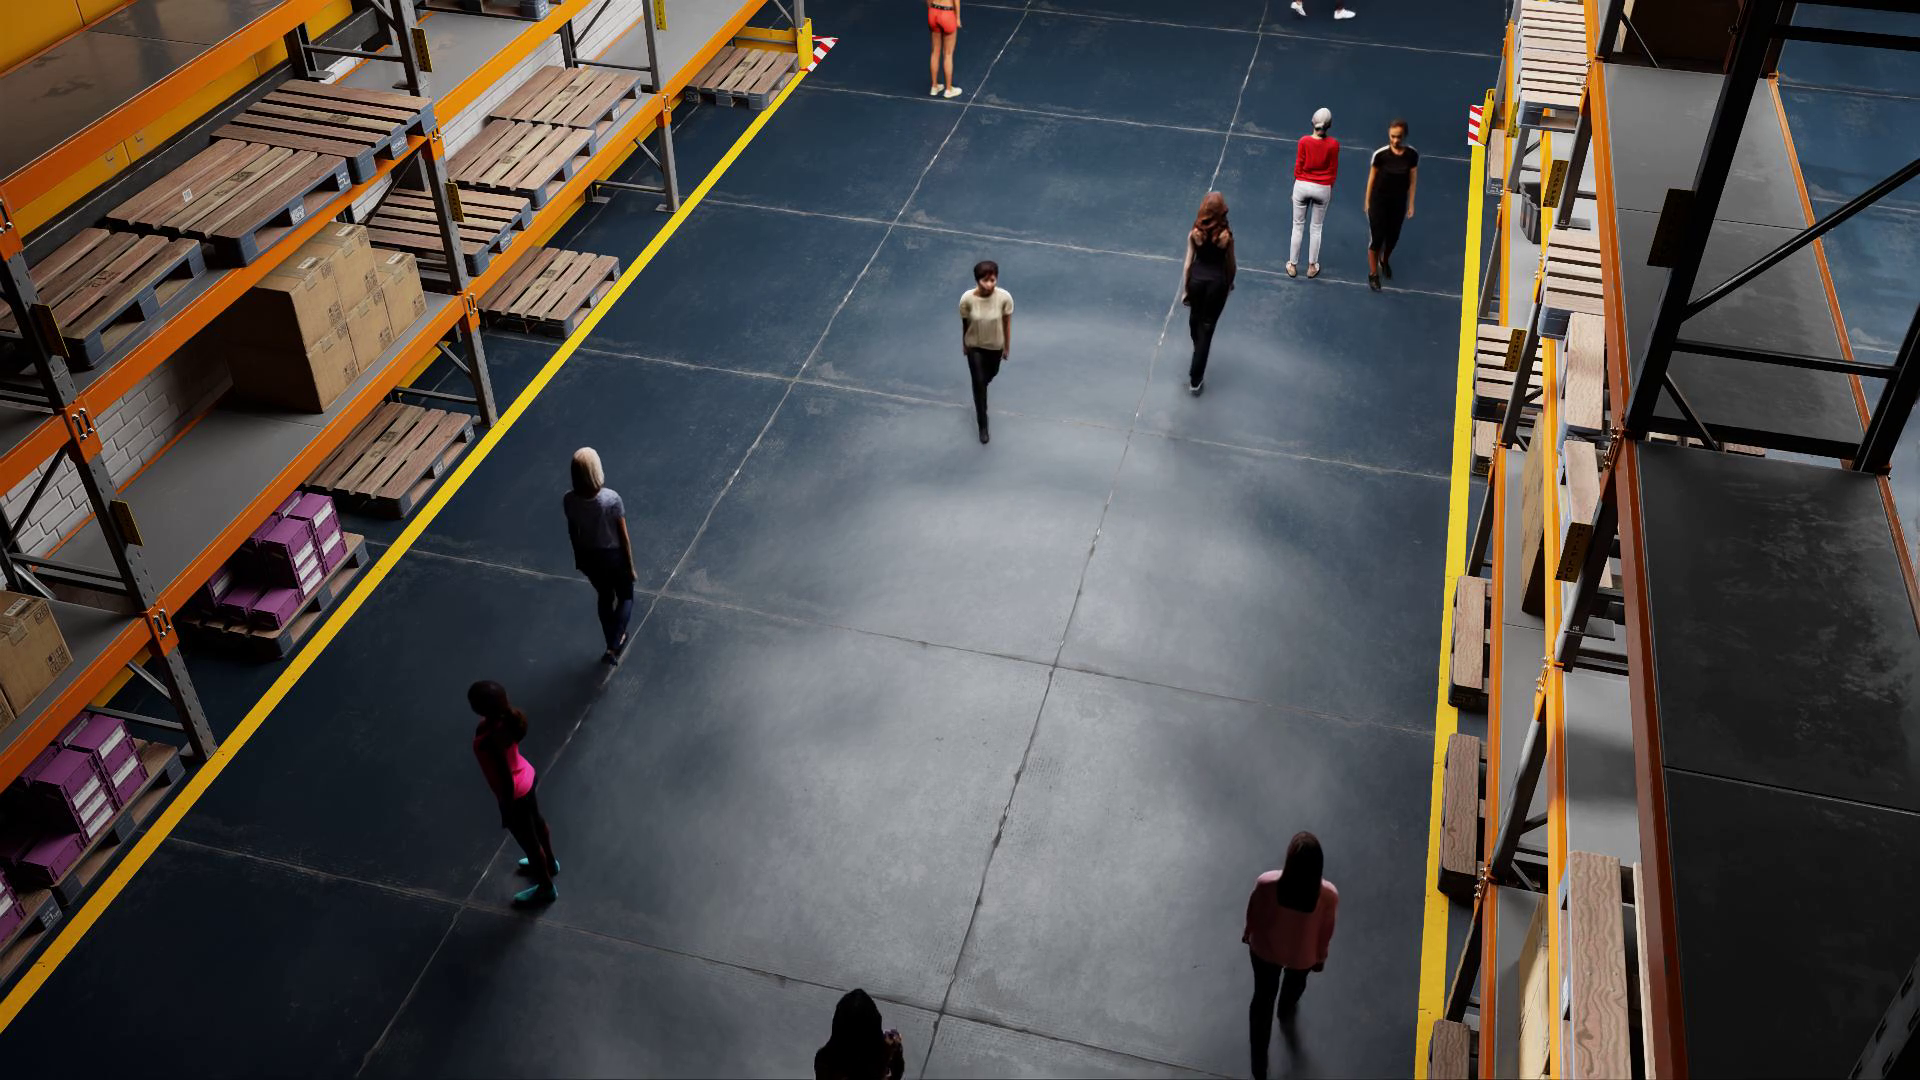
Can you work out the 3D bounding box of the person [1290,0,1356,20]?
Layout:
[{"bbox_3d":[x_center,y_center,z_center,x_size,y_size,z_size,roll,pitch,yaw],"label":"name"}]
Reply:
[{"bbox_3d":[4.541,-7.260,20.641,0.897,1.636,1.068,-5,39,-7],"label":"person"}]

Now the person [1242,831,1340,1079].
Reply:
[{"bbox_3d":[1.702,2.201,8.771,0.599,1.664,0.923,9,40,11],"label":"person"}]

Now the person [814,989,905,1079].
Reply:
[{"bbox_3d":[-0.451,2.826,7.948,0.806,1.714,0.942,-7,39,-9],"label":"person"}]

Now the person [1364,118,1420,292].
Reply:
[{"bbox_3d":[3.969,-3.181,15.523,0.693,1.649,0.768,-2,39,-3],"label":"person"}]

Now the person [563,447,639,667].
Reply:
[{"bbox_3d":[-2.437,0.194,11.258,0.651,1.697,0.803,5,39,6],"label":"person"}]

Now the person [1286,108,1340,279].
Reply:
[{"bbox_3d":[3.299,-3.249,15.572,0.555,1.694,0.553,7,39,8],"label":"person"}]

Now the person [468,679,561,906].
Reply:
[{"bbox_3d":[-2.578,1.450,9.664,0.678,1.724,0.568,-2,39,-2],"label":"person"}]

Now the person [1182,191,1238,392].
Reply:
[{"bbox_3d":[2.086,-2.063,14.094,0.571,1.684,1.126,10,40,12],"label":"person"}]

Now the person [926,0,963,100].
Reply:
[{"bbox_3d":[-0.201,-5.898,18.812,0.646,1.789,0.627,22,43,25],"label":"person"}]

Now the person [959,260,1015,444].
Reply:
[{"bbox_3d":[0.198,-1.625,13.653,0.836,1.551,1.087,-4,39,-5],"label":"person"}]
